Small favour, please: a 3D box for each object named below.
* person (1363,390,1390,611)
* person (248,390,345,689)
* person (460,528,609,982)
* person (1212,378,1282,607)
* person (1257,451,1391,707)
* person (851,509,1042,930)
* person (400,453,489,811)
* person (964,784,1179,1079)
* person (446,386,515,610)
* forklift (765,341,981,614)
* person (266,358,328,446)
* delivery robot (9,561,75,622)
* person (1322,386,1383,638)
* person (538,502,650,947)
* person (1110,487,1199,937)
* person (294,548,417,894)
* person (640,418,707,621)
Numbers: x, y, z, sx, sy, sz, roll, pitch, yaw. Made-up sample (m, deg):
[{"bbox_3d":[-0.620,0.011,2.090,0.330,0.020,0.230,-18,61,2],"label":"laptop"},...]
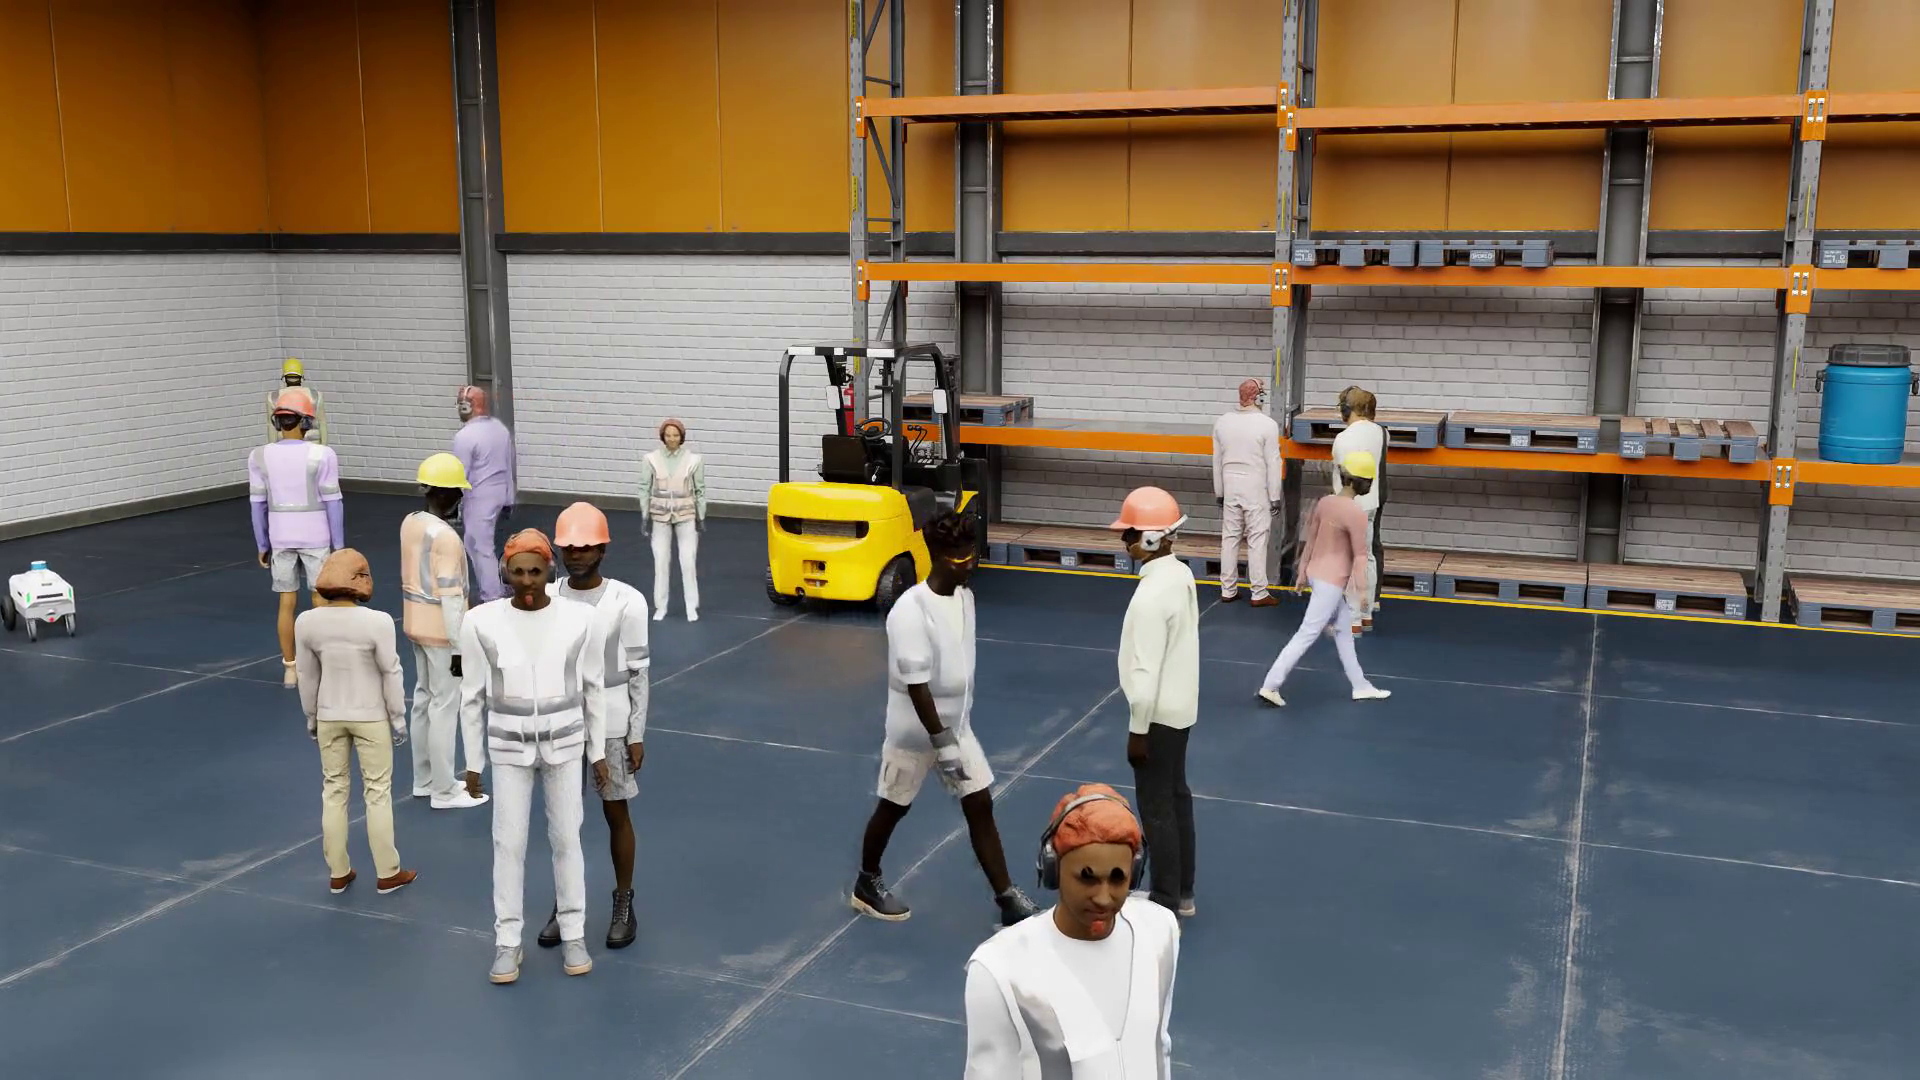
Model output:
[{"bbox_3d":[3.283,-0.296,13.536,0.344,1.839,0.505,9,13,40],"label":"person"},{"bbox_3d":[-4.484,0.000,11.331,0.606,2.038,0.400,0,10,1],"label":"person"},{"bbox_3d":[-1.745,0.880,6.850,0.584,1.883,0.337,-3,11,-15],"label":"person"},{"bbox_3d":[2.423,-0.397,13.905,0.637,1.910,0.403,10,14,43],"label":"person"},{"bbox_3d":[2.374,0.265,10.828,0.969,1.689,0.528,-2,10,-13],"label":"person"},{"bbox_3d":[-0.081,0.805,7.228,1.049,1.901,0.589,7,13,36],"label":"person"},{"bbox_3d":[-2.775,0.490,8.937,0.388,1.919,0.582,-8,13,-39],"label":"person"},{"bbox_3d":[0.260,1.446,3.695,0.584,1.883,0.337,-7,13,-35],"label":"person"},{"bbox_3d":[-3.915,-0.293,13.364,0.537,1.887,0.678,3,10,14],"label":"person"},{"bbox_3d":[-0.739,-0.602,14.246,1.214,2.155,2.313,4,11,21],"label":"forklift"},{"bbox_3d":[-6.886,-0.973,17.317,0.588,1.834,0.403,-5,11,-26],"label":"person"},{"bbox_3d":[-7.142,0.407,12.928,0.477,0.478,0.707,-8,13,-38],"label":"delivery robot"},{"bbox_3d":[3.033,-0.217,12.819,0.366,1.936,0.630,7,13,36],"label":"person"},{"bbox_3d":[-1.605,0.796,7.161,0.544,1.943,0.347,1,10,5],"label":"person"},{"bbox_3d":[0.849,0.750,7.314,0.405,1.986,0.618,4,11,21],"label":"person"},{"bbox_3d":[-2.819,0.845,7.748,0.499,1.633,0.282,1,10,6],"label":"person"},{"bbox_3d":[-2.294,-0.163,13.345,0.517,1.642,0.312,-1,10,-3],"label":"person"}]
